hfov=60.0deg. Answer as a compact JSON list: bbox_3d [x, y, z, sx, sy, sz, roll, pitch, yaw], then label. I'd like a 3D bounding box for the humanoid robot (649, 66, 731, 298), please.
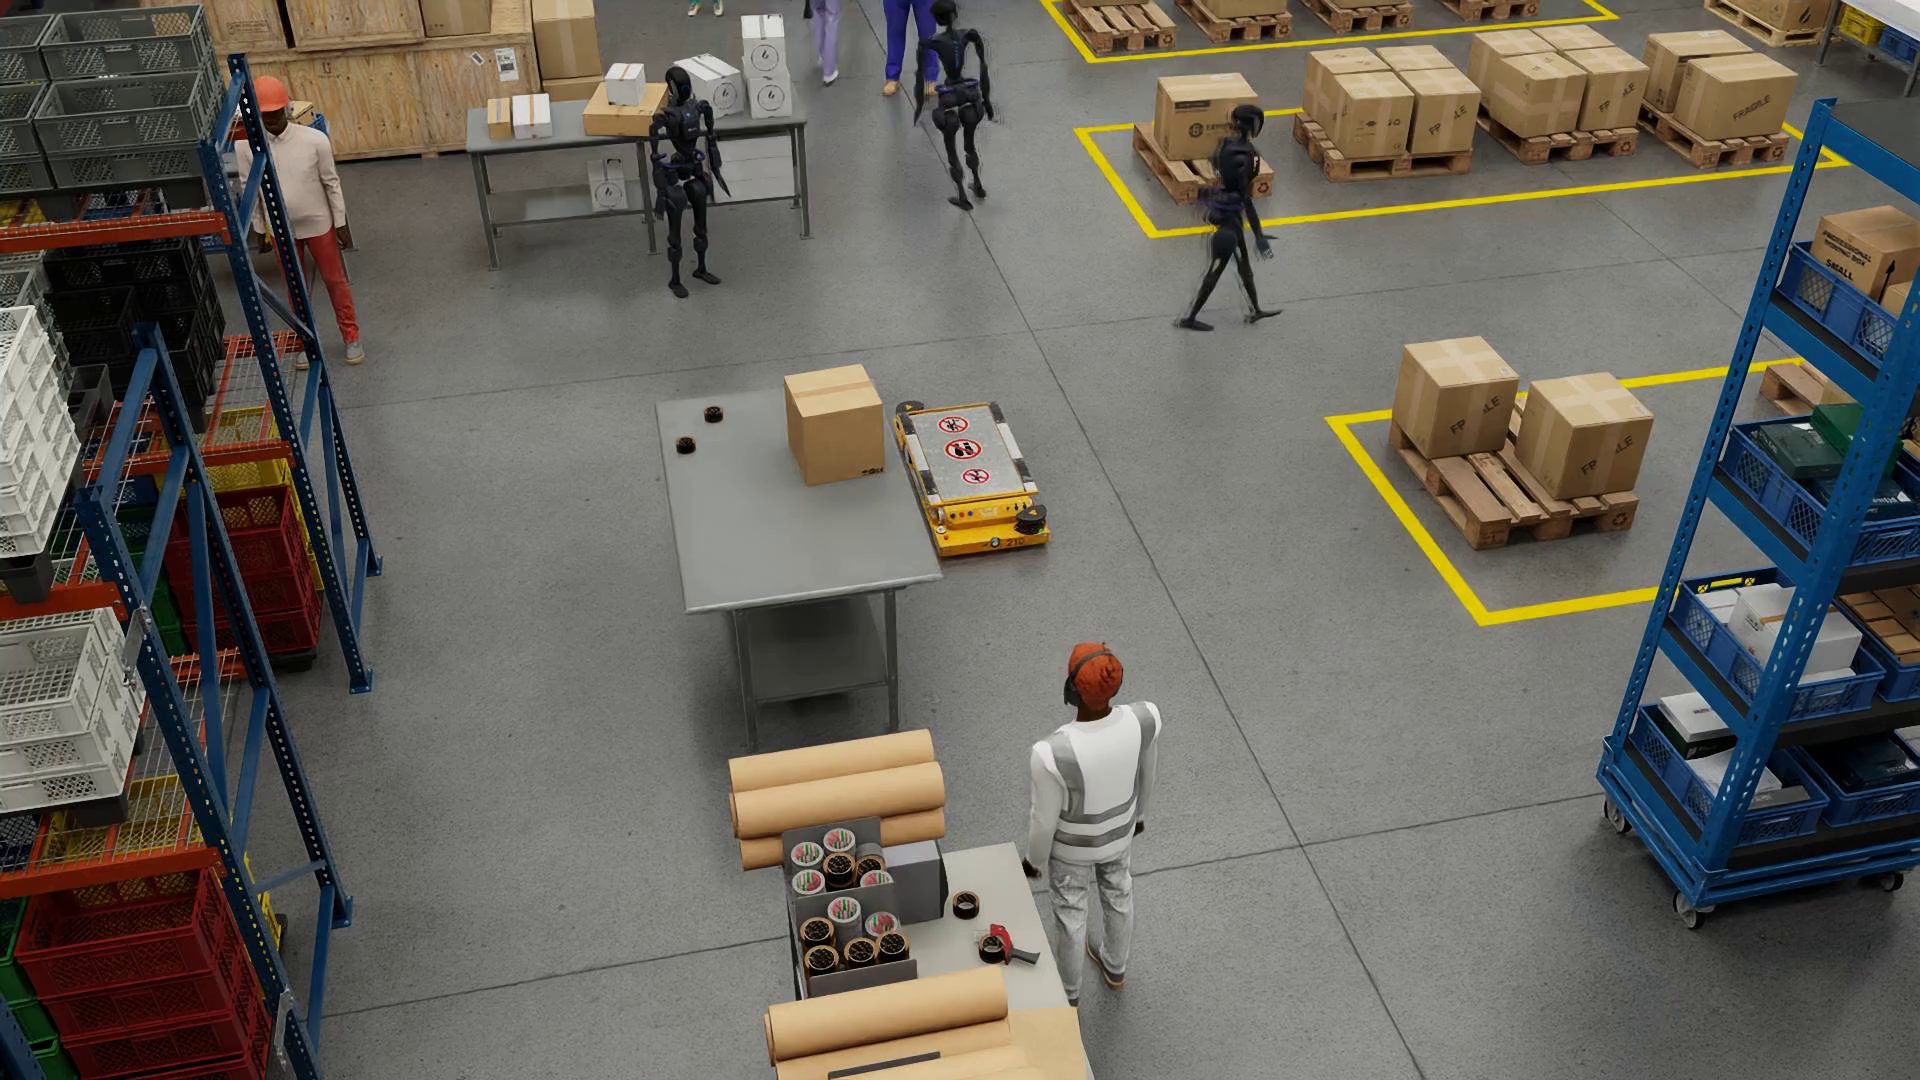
[{"bbox_3d":[-1.929,-2.547,11.784,0.595,1.657,0.321,-29,45,-33],"label":"humanoid robot"}]

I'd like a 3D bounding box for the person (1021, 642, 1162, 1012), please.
[{"bbox_3d":[0.509,1.167,6.633,0.572,1.882,0.356,-18,40,-23],"label":"person"}]

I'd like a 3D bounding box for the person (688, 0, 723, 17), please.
[{"bbox_3d":[-2.638,-6.024,16.420,0.532,1.735,0.461,-1,37,-1],"label":"person"}]

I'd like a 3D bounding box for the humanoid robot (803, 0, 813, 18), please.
[{"bbox_3d":[-1.436,-6.043,16.492,0.582,1.651,0.333,-1,37,-1],"label":"humanoid robot"}]

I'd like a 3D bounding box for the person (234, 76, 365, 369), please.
[{"bbox_3d":[-4.318,-2.061,10.878,0.610,1.997,0.376,-7,37,-9],"label":"person"}]

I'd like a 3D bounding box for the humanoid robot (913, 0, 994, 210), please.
[{"bbox_3d":[-0.040,-3.410,12.970,0.606,1.635,0.501,-15,39,-20],"label":"humanoid robot"}]

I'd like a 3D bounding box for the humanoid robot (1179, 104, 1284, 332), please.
[{"bbox_3d":[1.894,-2.161,11.302,0.728,1.625,0.543,10,38,13],"label":"humanoid robot"}]

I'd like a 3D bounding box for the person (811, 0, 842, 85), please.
[{"bbox_3d":[-1.194,-5.191,15.162,0.621,1.891,0.843,5,37,7],"label":"person"}]

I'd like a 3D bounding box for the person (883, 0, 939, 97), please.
[{"bbox_3d":[-0.437,-4.929,14.695,0.688,2.000,0.539,3,37,5],"label":"person"}]

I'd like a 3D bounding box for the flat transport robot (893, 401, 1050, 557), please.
[{"bbox_3d":[0.046,-0.430,10.108,0.652,0.197,1.431,-8,37,-10],"label":"flat transport robot"}]
